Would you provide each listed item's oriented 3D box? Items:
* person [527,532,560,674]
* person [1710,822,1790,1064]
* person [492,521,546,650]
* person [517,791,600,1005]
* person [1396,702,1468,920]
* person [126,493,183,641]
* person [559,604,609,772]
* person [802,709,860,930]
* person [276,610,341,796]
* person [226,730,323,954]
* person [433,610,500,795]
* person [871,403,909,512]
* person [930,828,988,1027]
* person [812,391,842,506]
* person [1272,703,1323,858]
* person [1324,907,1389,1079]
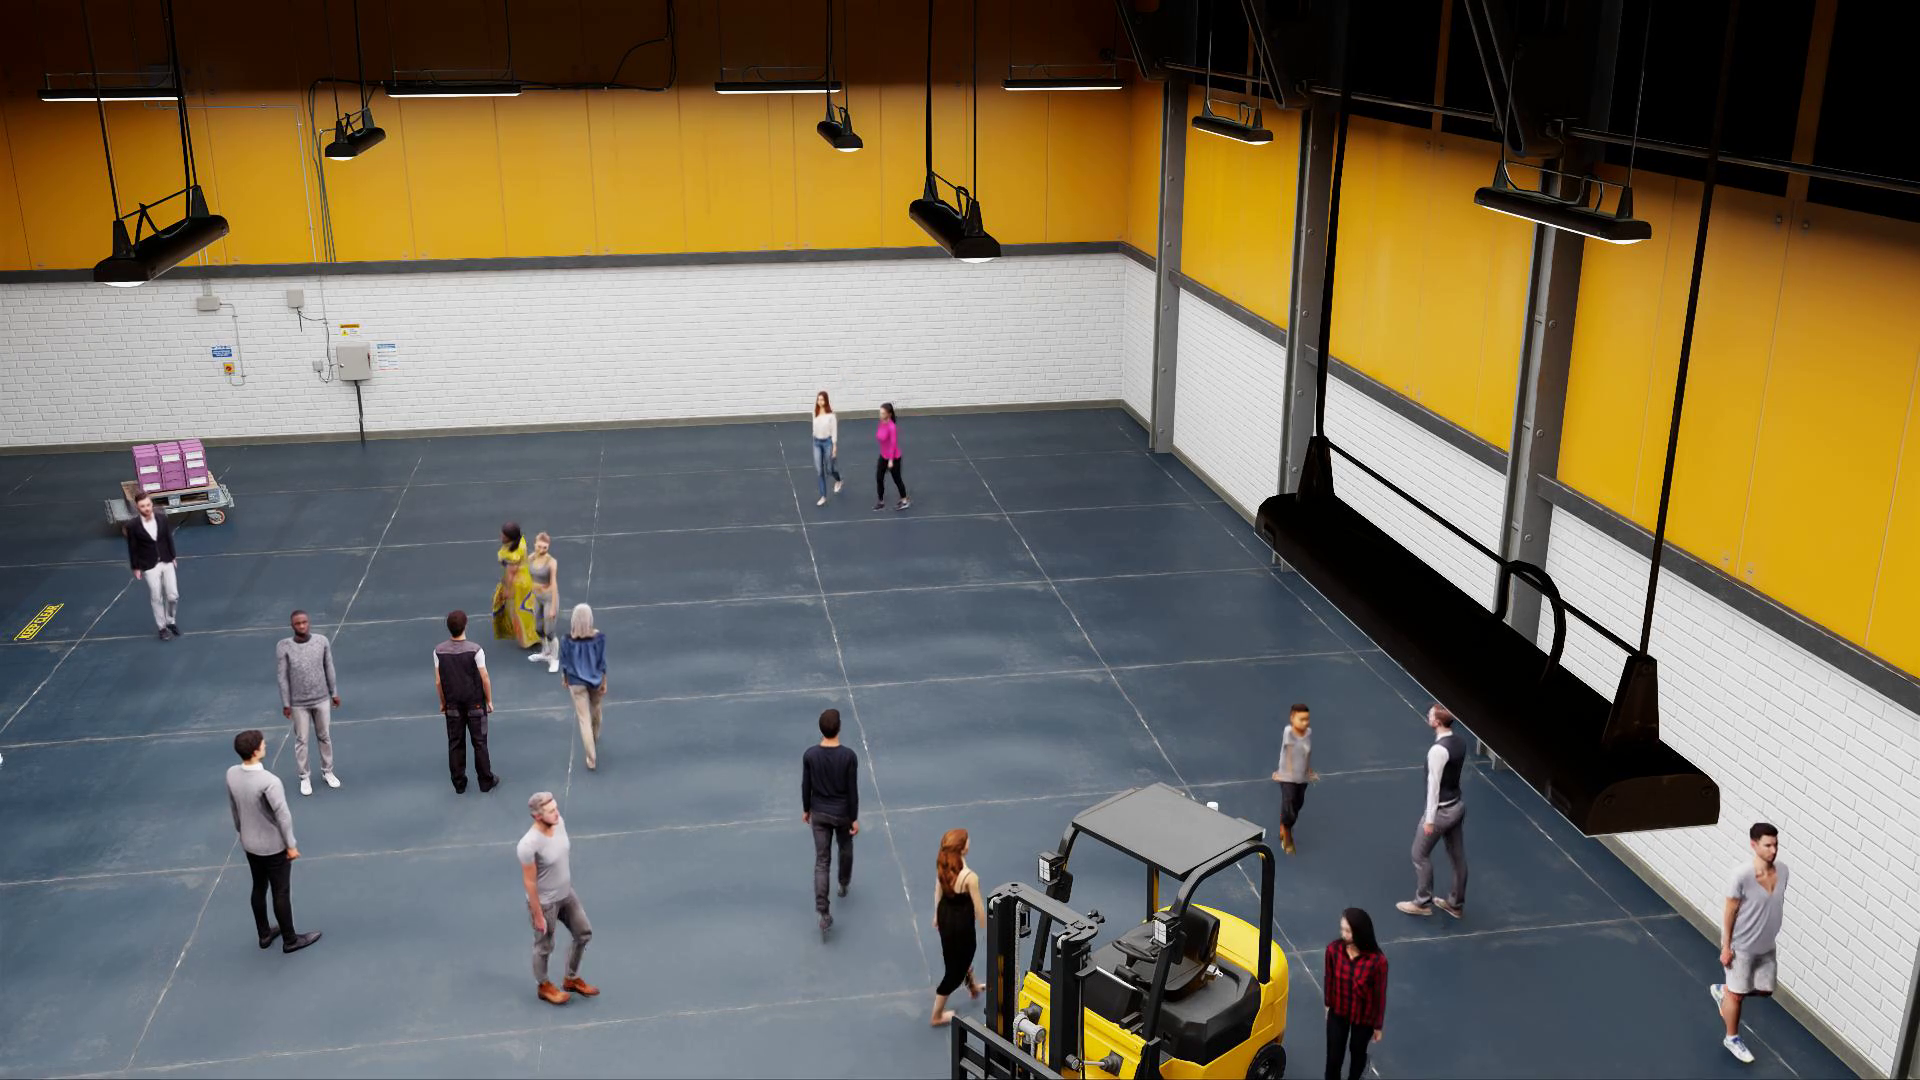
[{"bbox_3d":[-4.707,0.694,18.890,0.833,1.675,0.869,17,25,41],"label":"person"},{"bbox_3d":[5.711,2.876,12.148,0.699,1.843,0.849,-4,19,-13],"label":"person"},{"bbox_3d":[-5.149,0.517,19.518,0.920,1.610,0.783,1,19,2],"label":"person"},{"bbox_3d":[-3.200,2.713,12.677,0.927,1.815,0.832,7,20,21],"label":"person"},{"bbox_3d":[4.058,2.271,13.826,0.850,1.919,0.910,-18,25,-42],"label":"person"},{"bbox_3d":[-9.627,0.291,19.850,0.795,1.826,0.807,-16,24,-39],"label":"person"},{"bbox_3d":[-3.717,1.489,16.564,0.778,1.653,1.140,-7,20,-21],"label":"person"},{"bbox_3d":[-1.078,2.335,13.776,0.820,1.829,1.255,1,19,2],"label":"person"},{"bbox_3d":[-6.312,1.539,16.126,0.755,1.838,0.703,-12,22,-31],"label":"person"},{"bbox_3d":[-5.605,2.418,13.383,0.843,1.923,0.865,9,21,25],"label":"person"},{"bbox_3d":[-4.784,1.559,16.052,0.693,1.848,0.618,-1,19,-2],"label":"person"},{"bbox_3d":[-0.986,-1.229,24.616,0.911,1.666,0.915,-13,22,-33],"label":"person"},{"bbox_3d":[-0.099,2.919,12.407,0.917,1.597,0.944,-15,24,-38],"label":"person"},{"bbox_3d":[-2.017,-1.406,25.083,0.845,1.702,0.990,7,20,20],"label":"person"},{"bbox_3d":[3.004,2.077,15.138,0.632,1.449,0.689,-7,20,-19],"label":"person"},{"bbox_3d":[2.733,3.215,11.466,0.840,1.636,0.931,8,20,22],"label":"person"}]
